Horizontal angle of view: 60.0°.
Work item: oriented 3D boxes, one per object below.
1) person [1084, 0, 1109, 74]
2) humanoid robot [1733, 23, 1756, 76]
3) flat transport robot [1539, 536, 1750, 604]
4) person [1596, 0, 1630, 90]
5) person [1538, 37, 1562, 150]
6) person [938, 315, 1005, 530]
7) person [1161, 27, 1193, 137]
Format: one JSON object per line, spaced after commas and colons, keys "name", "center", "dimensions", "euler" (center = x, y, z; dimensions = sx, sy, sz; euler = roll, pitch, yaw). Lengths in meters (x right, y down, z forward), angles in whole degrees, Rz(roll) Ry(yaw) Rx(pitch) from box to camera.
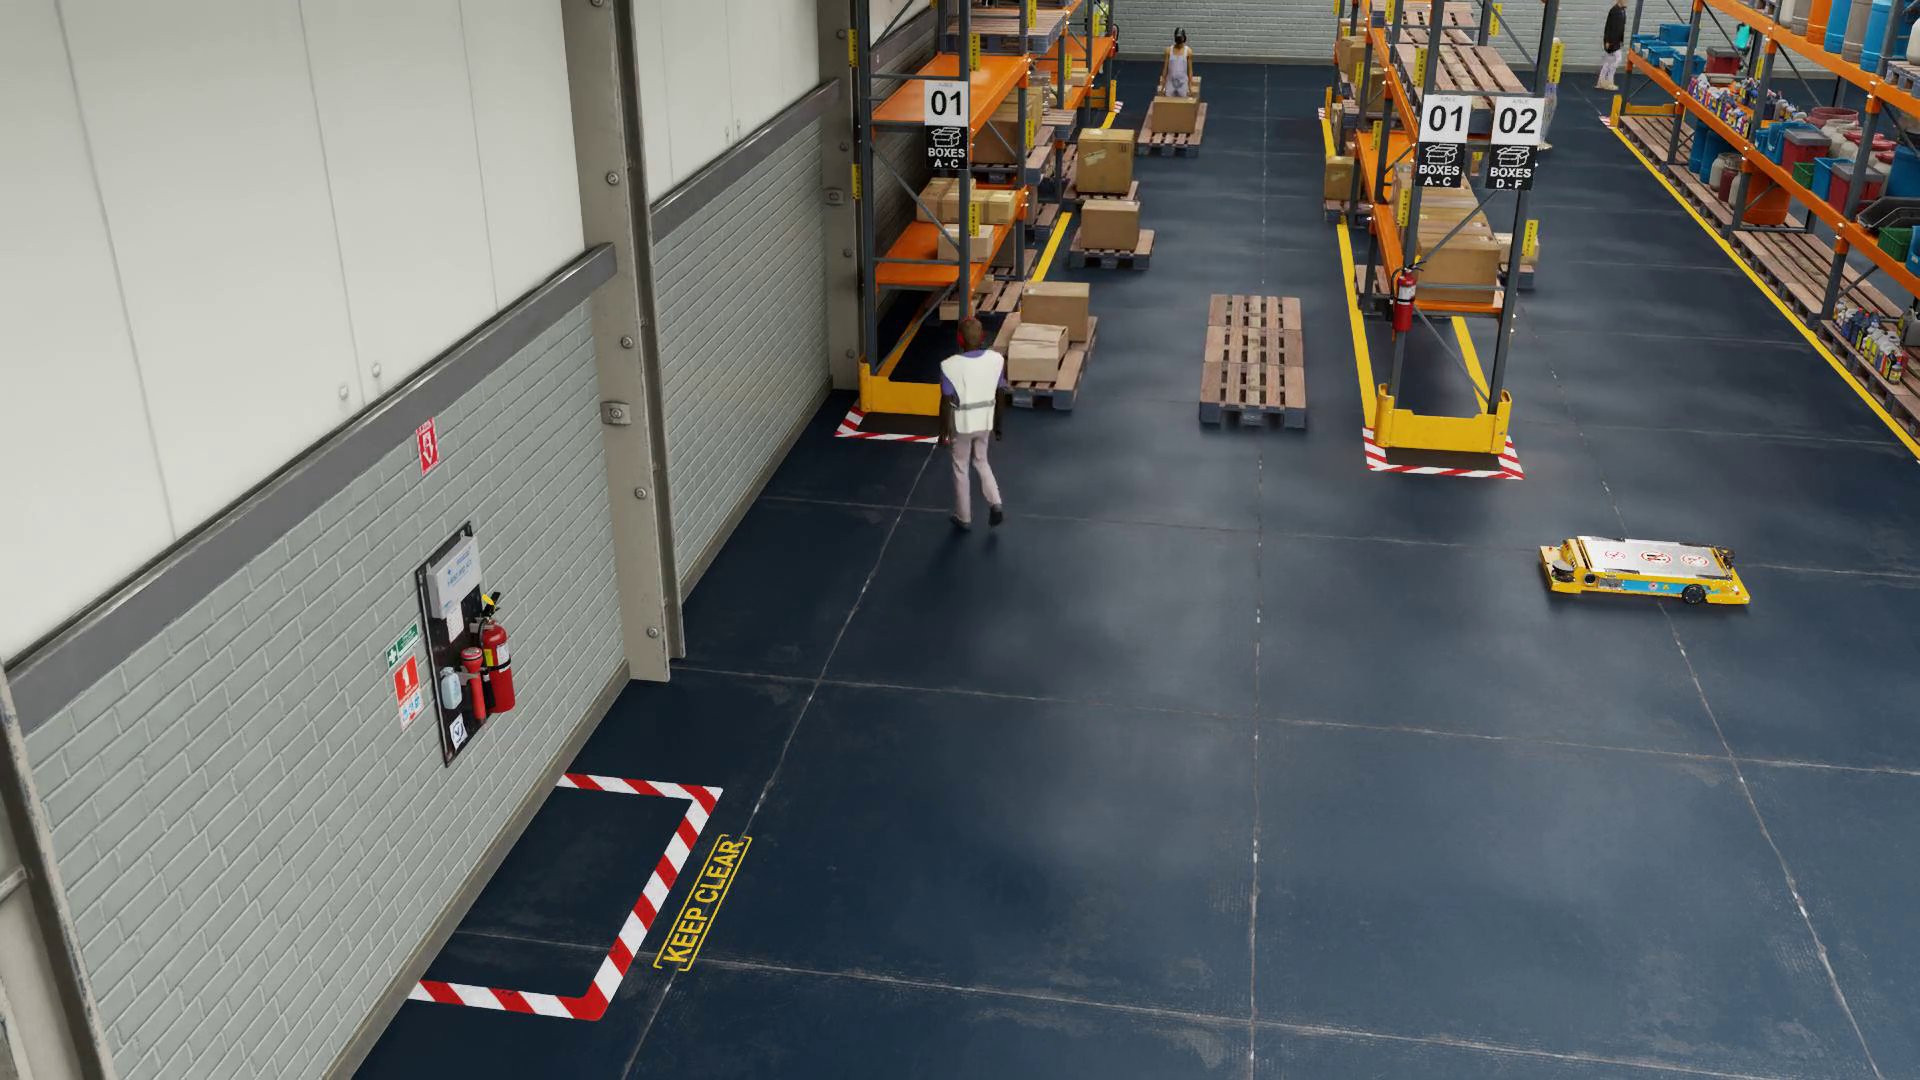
{"name": "person", "center": [2.767, -10.360, 33.842], "dimensions": [0.530, 1.697, 0.322], "euler": [5, 25, 10]}
{"name": "humanoid robot", "center": [13.779, -8.528, 29.925], "dimensions": [0.795, 1.812, 0.558], "euler": [-2, 25, -5]}
{"name": "flat transport robot", "center": [5.279, 0.231, 12.864], "dimensions": [1.431, 0.231, 0.659], "euler": [4, 25, 9]}
{"name": "person", "center": [12.694, -9.619, 32.089], "dimensions": [0.617, 1.835, 0.578], "euler": [18, 30, 33]}
{"name": "person", "center": [9.590, -7.313, 27.246], "dimensions": [0.411, 1.763, 0.665], "euler": [-6, 26, -13]}
{"name": "person", "center": [0.108, -0.909, 13.462], "dimensions": [0.563, 1.829, 0.504], "euler": [-13, 28, -25]}
{"name": "person", "center": [3.608, -7.582, 27.702], "dimensions": [0.517, 1.864, 0.377], "euler": [5, 25, 10]}
